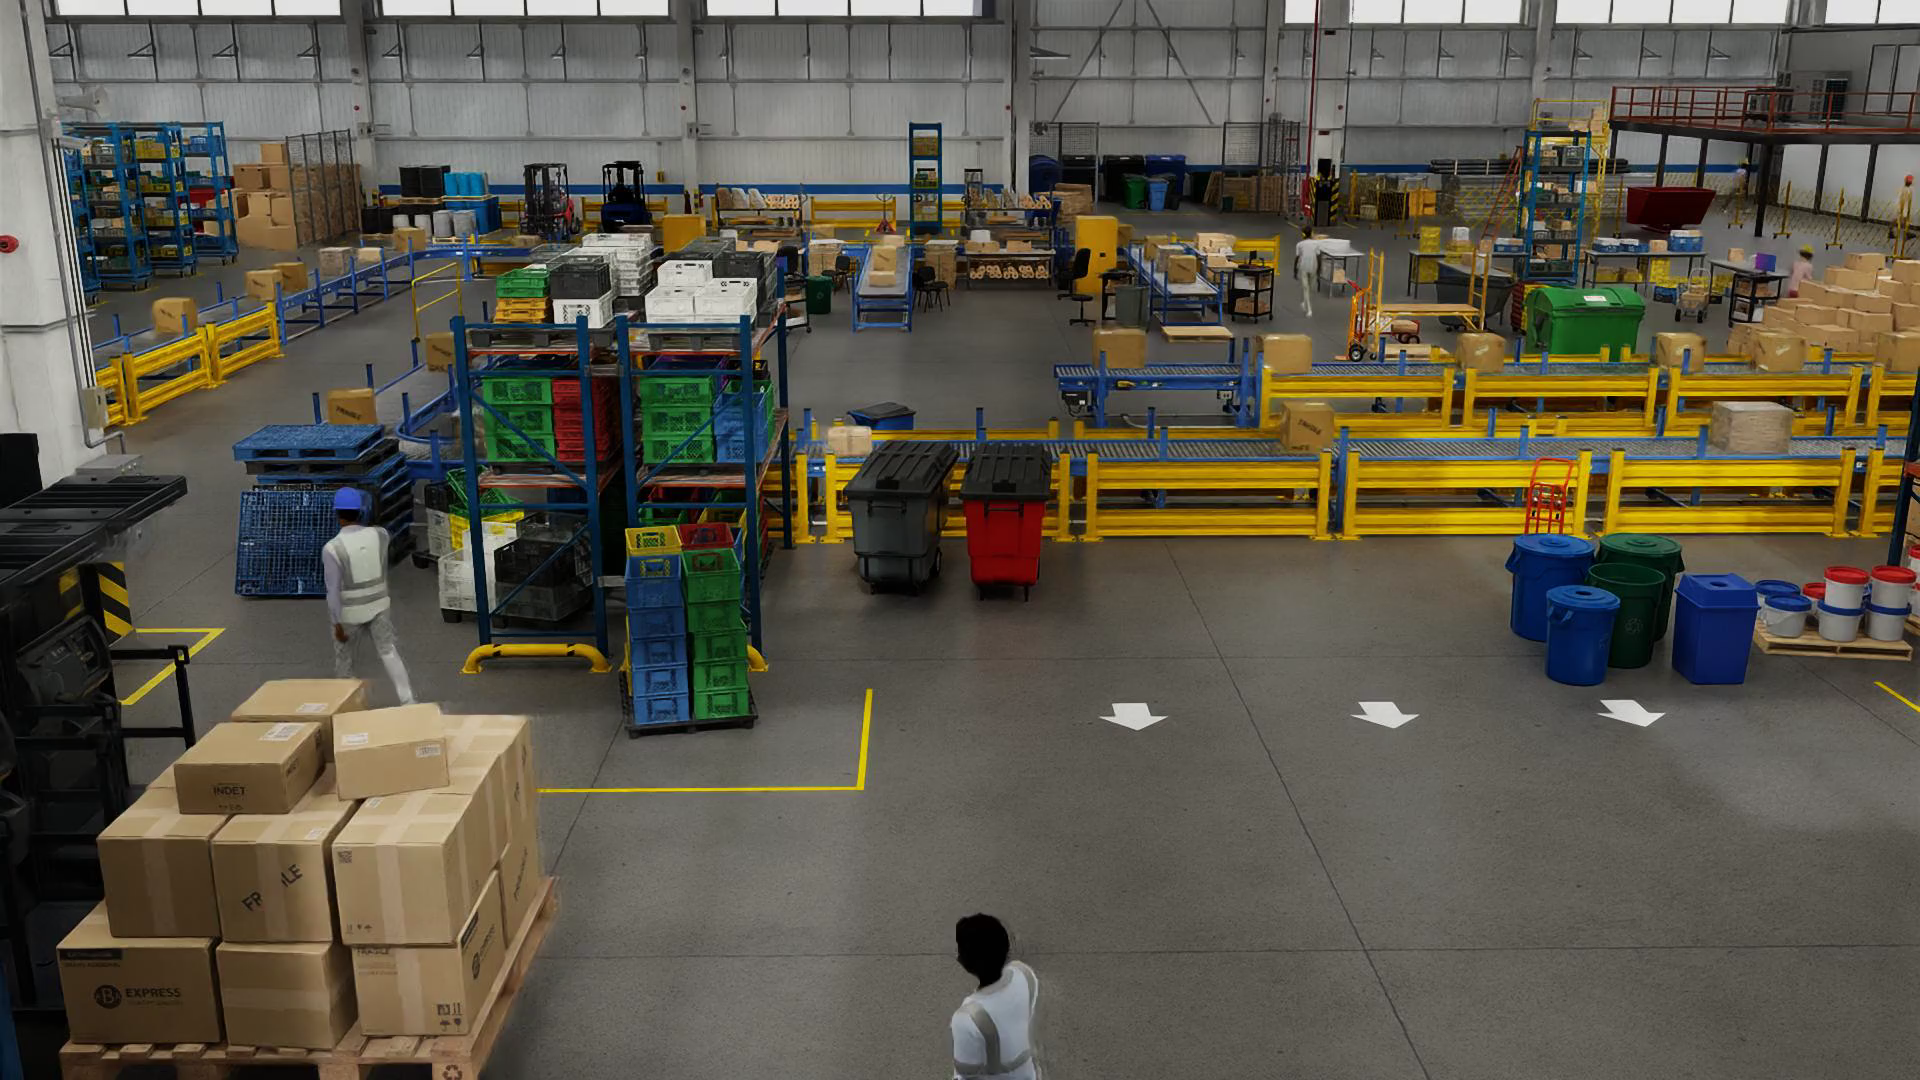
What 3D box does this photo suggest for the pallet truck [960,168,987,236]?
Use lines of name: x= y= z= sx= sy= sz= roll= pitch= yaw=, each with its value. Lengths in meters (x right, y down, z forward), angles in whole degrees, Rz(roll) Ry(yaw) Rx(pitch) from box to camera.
pallet truck: x=0.383 y=-10.230 z=50.206 sx=0.823 sy=1.965 sz=1.885 roll=-1 pitch=16 yaw=-3

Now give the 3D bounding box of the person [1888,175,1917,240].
person: x=27.677 y=-9.741 z=48.704 sx=0.572 sy=1.878 sz=1.005 roll=-4 pitch=16 yaw=-13

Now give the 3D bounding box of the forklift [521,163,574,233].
forklift: x=-12.233 y=-10.122 z=49.298 sx=1.157 sy=1.987 sz=2.680 roll=0 pitch=16 yaw=-1

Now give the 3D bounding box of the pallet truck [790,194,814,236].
pallet truck: x=-4.814 y=-9.883 z=50.259 sx=0.704 sy=1.261 sz=1.522 roll=-1 pitch=16 yaw=-3

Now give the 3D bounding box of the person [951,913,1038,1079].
person: x=0.177 y=2.355 z=7.016 sx=0.469 sy=1.679 sz=0.544 roll=12 pitch=20 yaw=36

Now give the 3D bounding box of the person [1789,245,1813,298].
person: x=15.833 y=-4.713 z=31.499 sx=0.604 sy=1.739 sz=0.546 roll=-5 pitch=17 yaw=-17

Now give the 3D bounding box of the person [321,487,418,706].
person: x=-4.639 y=0.529 z=12.997 sx=0.971 sy=1.907 sz=0.597 roll=13 pitch=21 yaw=39

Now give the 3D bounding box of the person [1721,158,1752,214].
person: x=26.734 y=-12.156 z=57.131 sx=0.609 sy=1.876 sz=1.057 roll=-10 pitch=19 yaw=-32

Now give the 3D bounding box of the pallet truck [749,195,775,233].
pallet truck: x=-6.051 y=-9.967 z=50.660 sx=0.680 sy=1.201 sz=1.601 roll=0 pitch=16 yaw=-1

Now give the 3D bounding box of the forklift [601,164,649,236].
forklift: x=-9.948 y=-10.127 z=49.296 sx=1.157 sy=1.987 sz=2.680 roll=-1 pitch=16 yaw=-3

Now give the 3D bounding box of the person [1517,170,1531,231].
person: x=17.364 y=-10.407 z=51.023 sx=0.585 sy=1.882 sz=0.344 roll=0 pitch=16 yaw=-1

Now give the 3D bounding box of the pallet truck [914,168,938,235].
pallet truck: x=-0.989 y=-10.316 z=50.507 sx=0.823 sy=1.965 sz=1.885 roll=1 pitch=16 yaw=3

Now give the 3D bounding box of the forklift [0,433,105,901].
forklift: x=-5.952 y=0.780 z=10.366 sx=1.873 sy=2.768 sz=1.129 roll=0 pitch=16 yaw=-1

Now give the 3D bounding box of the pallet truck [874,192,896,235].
pallet truck: x=-2.277 y=-9.986 z=50.594 sx=0.653 sy=1.274 sz=1.630 roll=0 pitch=16 yaw=-1

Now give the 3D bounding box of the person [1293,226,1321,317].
person: x=7.125 y=-5.524 z=34.188 sx=0.544 sy=1.808 sz=1.003 roll=0 pitch=16 yaw=-1
